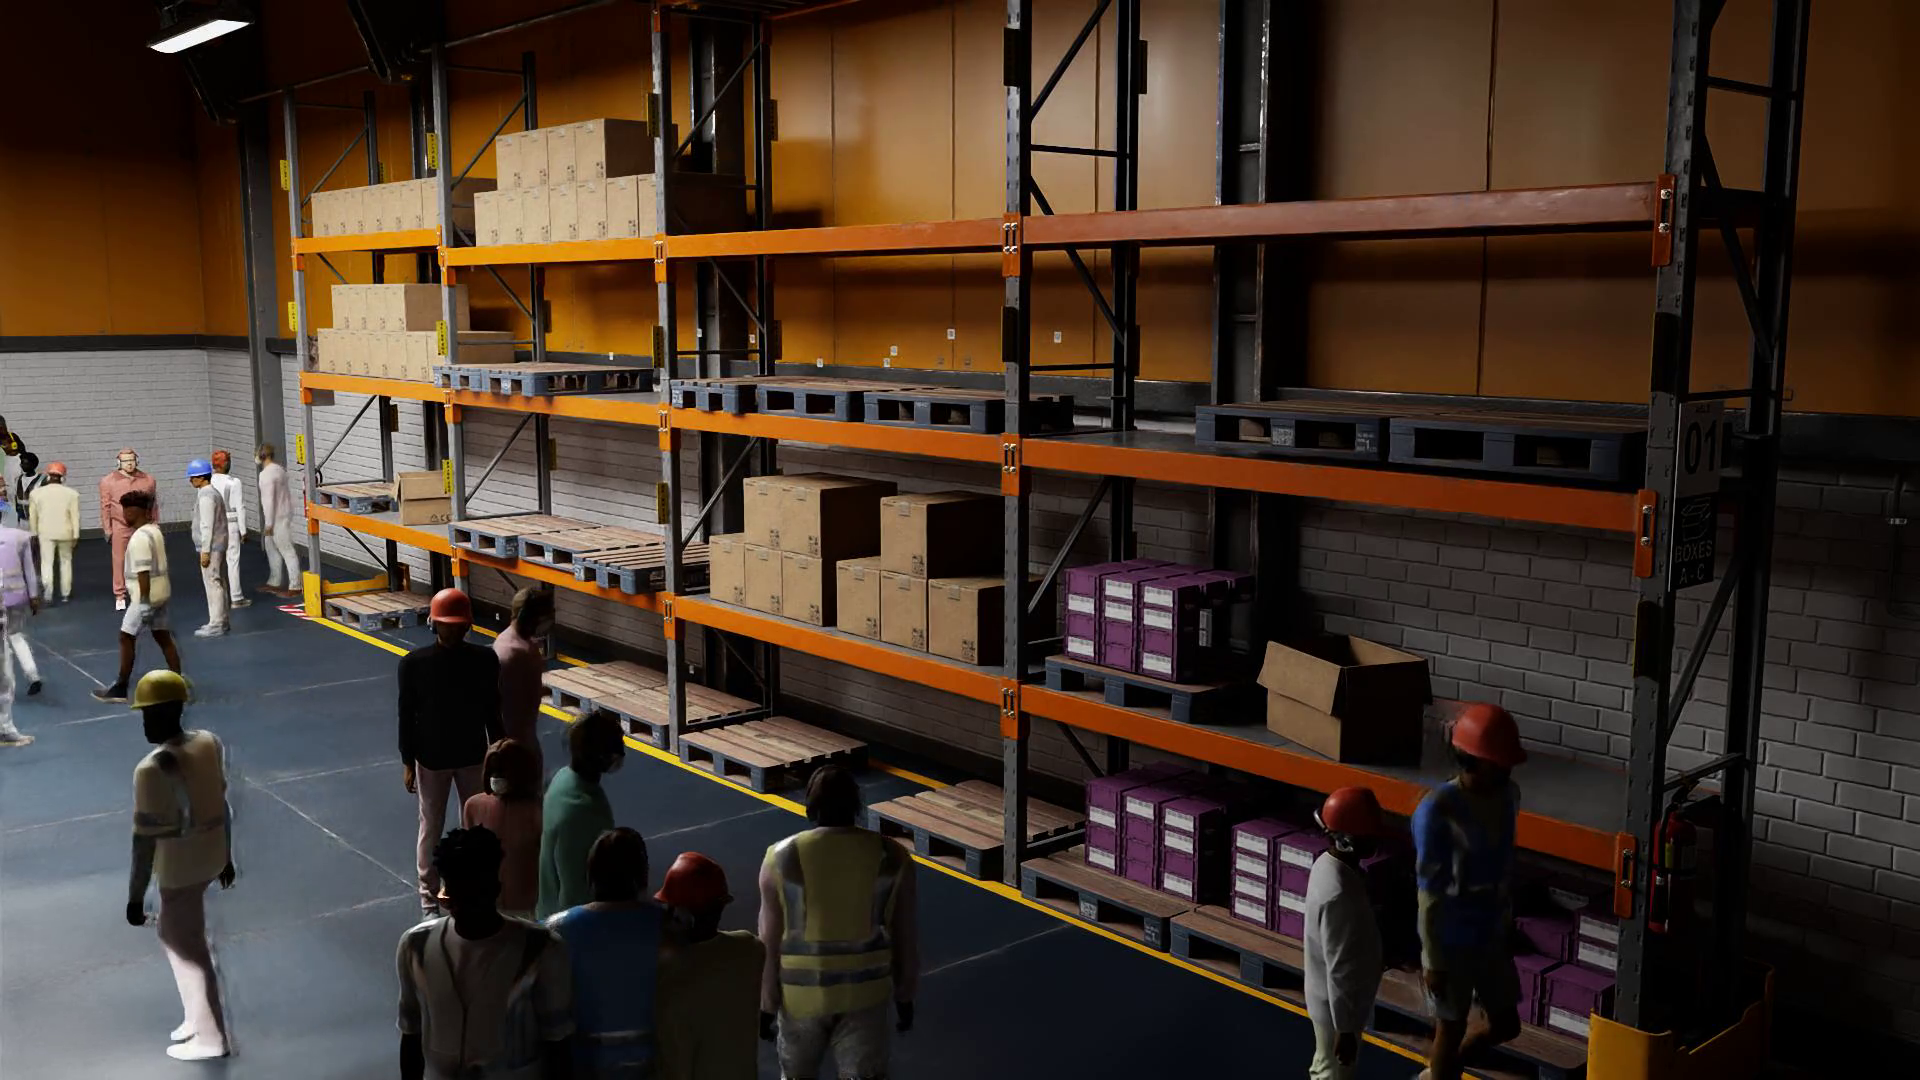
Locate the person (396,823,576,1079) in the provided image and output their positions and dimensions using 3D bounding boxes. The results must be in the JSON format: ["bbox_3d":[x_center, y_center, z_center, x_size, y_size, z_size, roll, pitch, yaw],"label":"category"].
[{"bbox_3d":[-1.577,1.886,5.525,0.606,1.957,0.373,1,8,6],"label":"person"}]

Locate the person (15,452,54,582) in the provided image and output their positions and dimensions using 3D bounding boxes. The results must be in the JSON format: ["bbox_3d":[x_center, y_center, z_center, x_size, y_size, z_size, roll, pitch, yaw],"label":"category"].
[{"bbox_3d":[-12.051,-0.302,21.627,0.530,1.697,0.321,2,8,10],"label":"person"}]

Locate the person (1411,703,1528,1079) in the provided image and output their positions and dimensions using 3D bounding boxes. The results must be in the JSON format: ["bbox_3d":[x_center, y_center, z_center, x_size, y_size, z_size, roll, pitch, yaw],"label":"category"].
[{"bbox_3d":[2.126,1.647,6.947,0.617,2.018,0.477,-5,10,-31],"label":"person"}]

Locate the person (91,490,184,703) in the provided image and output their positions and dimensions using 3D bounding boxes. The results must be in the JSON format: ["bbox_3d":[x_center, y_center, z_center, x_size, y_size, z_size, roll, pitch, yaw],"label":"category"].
[{"bbox_3d":[-7.522,0.520,15.118,0.893,1.923,0.625,-1,8,-10],"label":"person"}]

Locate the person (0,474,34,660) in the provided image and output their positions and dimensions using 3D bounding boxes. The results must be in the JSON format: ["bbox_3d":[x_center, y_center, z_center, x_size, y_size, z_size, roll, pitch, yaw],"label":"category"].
[{"bbox_3d":[-9.766,0.270,16.936,0.408,1.909,0.638,1,8,4],"label":"person"}]

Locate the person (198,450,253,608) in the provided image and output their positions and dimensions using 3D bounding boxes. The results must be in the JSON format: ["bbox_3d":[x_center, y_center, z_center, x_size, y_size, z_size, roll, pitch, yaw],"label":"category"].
[{"bbox_3d":[-8.737,-0.124,19.748,0.585,1.882,0.337,1,8,10],"label":"person"}]

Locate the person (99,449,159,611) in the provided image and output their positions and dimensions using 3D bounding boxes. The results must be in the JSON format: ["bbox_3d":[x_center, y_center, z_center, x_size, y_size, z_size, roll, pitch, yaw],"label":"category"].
[{"bbox_3d":[-9.813,-0.130,19.710,0.639,1.910,0.407,-7,11,-40],"label":"person"}]

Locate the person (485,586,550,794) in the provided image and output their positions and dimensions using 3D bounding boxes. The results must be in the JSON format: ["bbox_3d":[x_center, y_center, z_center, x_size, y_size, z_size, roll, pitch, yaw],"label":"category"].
[{"bbox_3d":[-2.748,1.238,10.171,0.513,1.915,0.723,-1,8,-6],"label":"person"}]

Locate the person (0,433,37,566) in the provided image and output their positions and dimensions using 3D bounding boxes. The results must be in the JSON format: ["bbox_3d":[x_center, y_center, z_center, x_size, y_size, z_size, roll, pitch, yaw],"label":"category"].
[{"bbox_3d":[-12.875,-0.538,22.700,0.518,1.865,0.327,4,9,26],"label":"person"}]

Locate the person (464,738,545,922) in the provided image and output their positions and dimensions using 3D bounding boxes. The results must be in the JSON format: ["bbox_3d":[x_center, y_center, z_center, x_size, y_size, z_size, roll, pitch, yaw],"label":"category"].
[{"bbox_3d":[-2.083,1.724,7.771,0.508,1.632,0.270,1,8,9],"label":"person"}]

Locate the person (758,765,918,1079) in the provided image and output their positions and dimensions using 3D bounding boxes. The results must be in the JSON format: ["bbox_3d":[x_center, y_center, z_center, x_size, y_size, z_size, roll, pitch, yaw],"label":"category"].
[{"bbox_3d":[-0.497,1.802,6.687,0.652,1.804,0.713,-1,8,-10],"label":"person"}]

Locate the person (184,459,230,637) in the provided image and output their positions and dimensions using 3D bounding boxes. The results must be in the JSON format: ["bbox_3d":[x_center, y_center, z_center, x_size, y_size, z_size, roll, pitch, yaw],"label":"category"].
[{"bbox_3d":[-8.205,0.081,18.170,0.421,1.932,0.622,-3,9,-18],"label":"person"}]

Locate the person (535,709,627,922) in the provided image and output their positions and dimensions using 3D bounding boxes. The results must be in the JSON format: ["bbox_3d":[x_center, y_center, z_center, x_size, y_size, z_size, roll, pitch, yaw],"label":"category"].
[{"bbox_3d":[-1.634,1.667,7.203,0.473,1.910,0.718,-2,8,-15],"label":"person"}]

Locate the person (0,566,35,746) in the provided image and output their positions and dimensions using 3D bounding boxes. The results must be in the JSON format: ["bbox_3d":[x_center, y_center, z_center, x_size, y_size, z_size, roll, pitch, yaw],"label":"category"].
[{"bbox_3d":[-7.928,0.805,13.379,0.554,1.863,0.636,-1,8,-4],"label":"person"}]

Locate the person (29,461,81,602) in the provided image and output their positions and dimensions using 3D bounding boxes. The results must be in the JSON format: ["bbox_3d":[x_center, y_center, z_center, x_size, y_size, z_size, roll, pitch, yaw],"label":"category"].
[{"bbox_3d":[-10.883,-0.081,20.015,0.566,1.724,0.643,-4,9,-24],"label":"person"}]

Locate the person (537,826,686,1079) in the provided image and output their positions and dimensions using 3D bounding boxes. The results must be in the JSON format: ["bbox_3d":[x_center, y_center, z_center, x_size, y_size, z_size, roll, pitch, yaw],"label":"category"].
[{"bbox_3d":[-1.230,1.889,5.972,0.624,1.816,0.772,-2,8,-13],"label":"person"}]

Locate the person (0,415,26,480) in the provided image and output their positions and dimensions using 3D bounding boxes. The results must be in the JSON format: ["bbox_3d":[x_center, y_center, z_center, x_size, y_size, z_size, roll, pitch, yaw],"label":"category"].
[{"bbox_3d":[-13.860,-0.821,24.055,0.688,2.000,0.538,-5,10,-31],"label":"person"}]

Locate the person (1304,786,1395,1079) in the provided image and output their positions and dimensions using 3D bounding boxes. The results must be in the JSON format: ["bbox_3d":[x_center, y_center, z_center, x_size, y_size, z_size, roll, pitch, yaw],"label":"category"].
[{"bbox_3d":[1.536,1.828,6.633,0.333,1.749,0.574,1,8,10],"label":"person"}]

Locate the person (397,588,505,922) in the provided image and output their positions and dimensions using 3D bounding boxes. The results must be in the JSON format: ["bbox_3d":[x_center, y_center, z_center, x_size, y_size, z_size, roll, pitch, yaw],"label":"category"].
[{"bbox_3d":[-2.958,1.263,9.720,0.611,1.996,0.379,-5,10,-32],"label":"person"}]

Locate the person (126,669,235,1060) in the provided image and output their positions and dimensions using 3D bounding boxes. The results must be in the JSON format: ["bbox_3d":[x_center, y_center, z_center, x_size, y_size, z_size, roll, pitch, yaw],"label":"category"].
[{"bbox_3d":[-3.762,1.563,7.945,0.551,1.901,0.610,1,8,6],"label":"person"}]

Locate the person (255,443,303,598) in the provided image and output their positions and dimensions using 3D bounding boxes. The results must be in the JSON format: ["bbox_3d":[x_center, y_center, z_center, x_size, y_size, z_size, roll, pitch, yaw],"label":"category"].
[{"bbox_3d":[-8.447,-0.236,20.476,0.650,1.906,0.630,-2,8,-11],"label":"person"}]

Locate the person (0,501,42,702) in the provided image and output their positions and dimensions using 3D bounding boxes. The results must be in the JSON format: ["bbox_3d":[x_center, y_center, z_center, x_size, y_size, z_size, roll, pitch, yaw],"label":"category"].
[{"bbox_3d":[-8.705,0.531,15.078,0.477,1.922,0.608,5,10,31],"label":"person"}]

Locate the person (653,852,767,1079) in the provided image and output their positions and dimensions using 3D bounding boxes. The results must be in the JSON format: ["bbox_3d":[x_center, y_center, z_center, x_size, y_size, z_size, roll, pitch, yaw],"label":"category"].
[{"bbox_3d":[-0.900,1.945,5.816,0.331,1.753,0.561,4,9,27],"label":"person"}]
